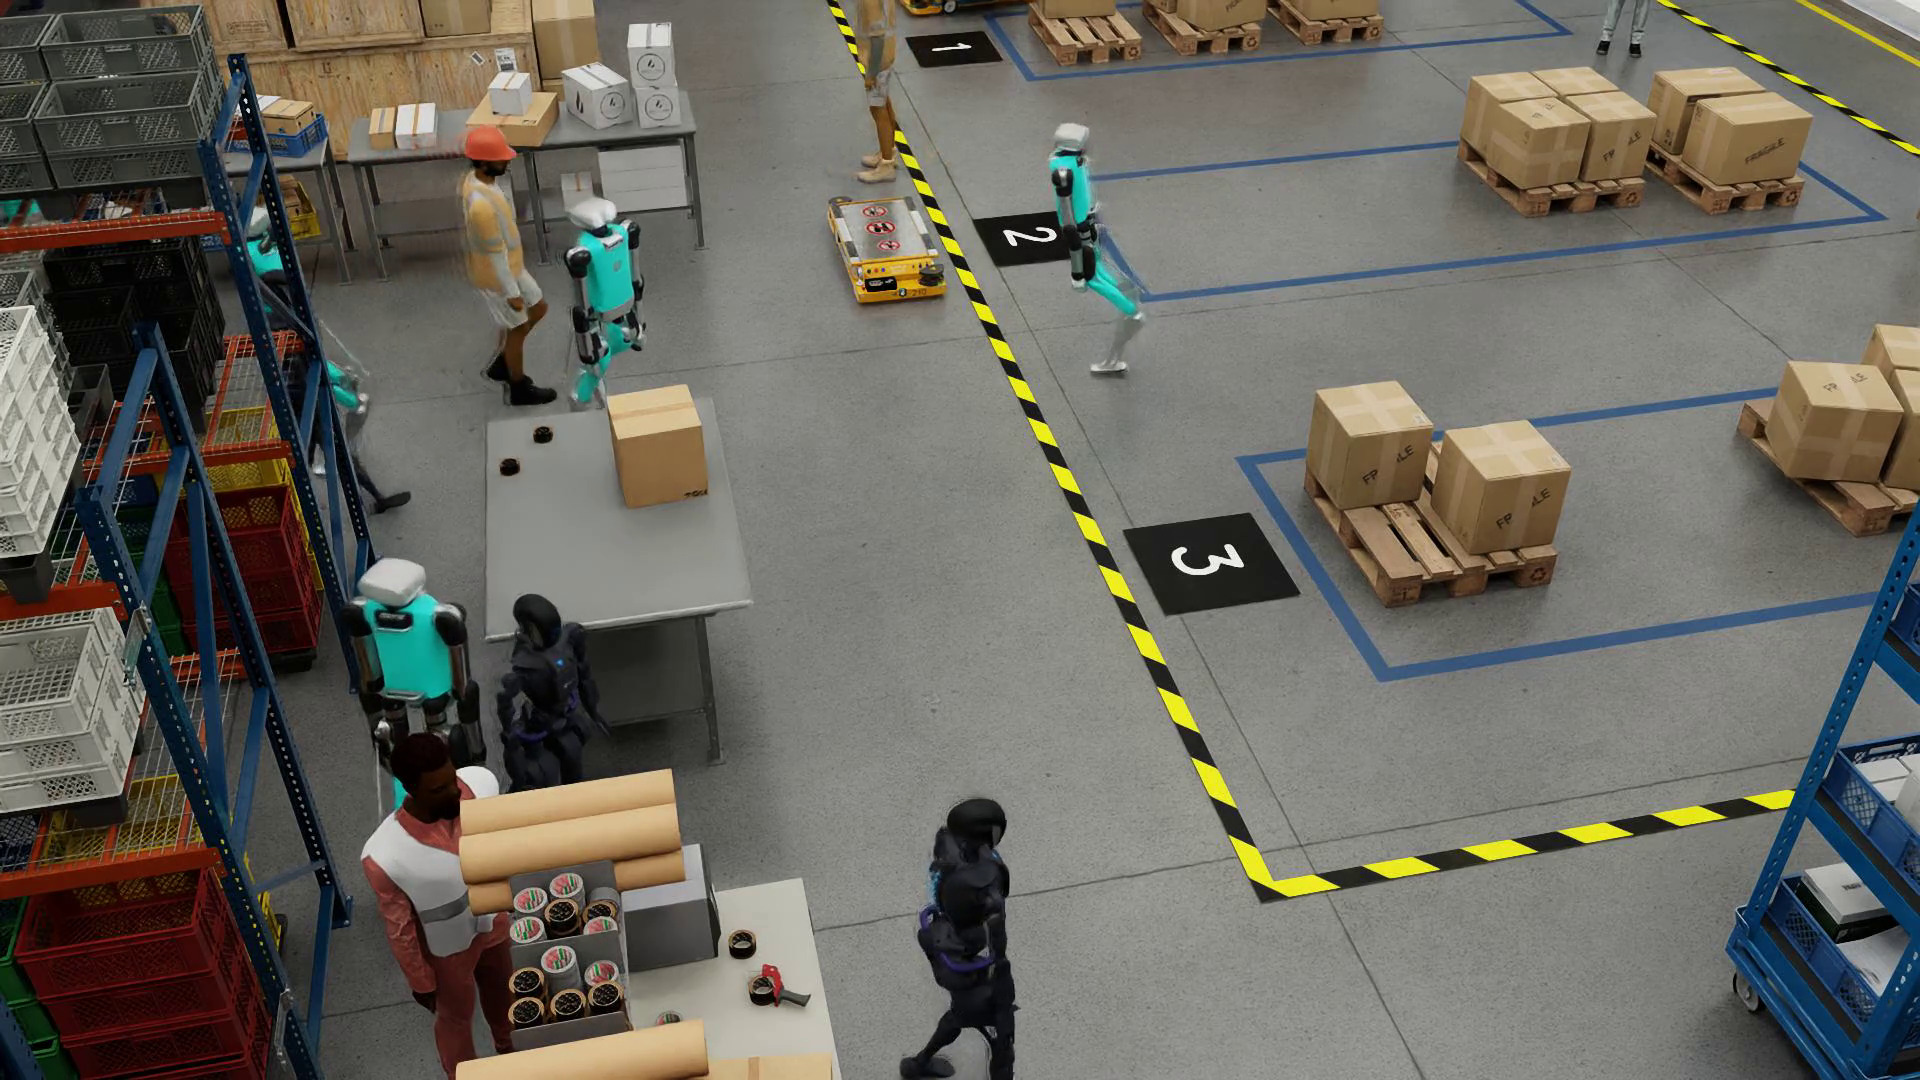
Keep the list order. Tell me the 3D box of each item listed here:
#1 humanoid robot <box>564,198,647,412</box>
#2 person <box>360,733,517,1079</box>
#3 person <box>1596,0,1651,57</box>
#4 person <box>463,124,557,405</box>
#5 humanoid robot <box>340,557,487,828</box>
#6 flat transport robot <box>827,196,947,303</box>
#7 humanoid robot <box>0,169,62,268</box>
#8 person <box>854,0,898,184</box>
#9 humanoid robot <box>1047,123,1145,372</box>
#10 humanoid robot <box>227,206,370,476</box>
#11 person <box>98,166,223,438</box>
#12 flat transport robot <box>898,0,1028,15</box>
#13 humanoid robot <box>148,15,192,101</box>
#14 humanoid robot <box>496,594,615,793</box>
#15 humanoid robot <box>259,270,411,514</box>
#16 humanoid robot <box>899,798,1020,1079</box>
[{"bbox_3d":[-2.227,-1.214,10.047,0.709,1.897,0.537,23,42,27],"label":"humanoid robot"},{"bbox_3d":[-1.862,1.450,6.221,0.392,1.922,0.591,19,41,23],"label":"person"},{"bbox_3d":[6.394,-5.454,15.577,0.586,1.829,0.404,10,38,13],"label":"person"},{"bbox_3d":[-2.832,-1.700,10.453,0.423,1.918,0.547,-7,37,-9],"label":"person"},{"bbox_3d":[-2.314,0.984,7.018,0.543,1.794,0.754,6,37,8],"label":"humanoid robot"},{"bbox_3d":[-0.570,-2.220,12.538,0.659,0.231,1.431,-8,37,-10],"label":"flat transport robot"},{"bbox_3d":[-6.369,-1.983,11.049,1.046,1.785,0.532,12,38,15],"label":"humanoid robot"},{"bbox_3d":[-0.700,-3.849,13.242,0.389,2.040,0.613,3,37,4],"label":"person"},{"bbox_3d":[0.952,-1.801,10.783,0.818,1.815,0.543,6,37,8],"label":"humanoid robot"},{"bbox_3d":[-3.797,-1.112,9.855,0.668,1.836,0.530,0,37,-1],"label":"humanoid robot"},{"bbox_3d":[-4.945,-1.472,10.223,0.503,1.839,0.337,24,43,29],"label":"person"},{"bbox_3d":[0.072,-5.713,17.208,1.431,0.197,0.652,-14,39,-18],"label":"flat transport robot"},{"bbox_3d":[-5.851,-3.161,12.625,0.462,1.643,0.589,-16,39,-20],"label":"humanoid robot"},{"bbox_3d":[-1.762,0.866,7.217,0.352,1.646,0.608,18,40,23],"label":"humanoid robot"},{"bbox_3d":[-3.696,-0.838,9.538,0.771,1.628,0.604,-12,38,-16],"label":"humanoid robot"},{"bbox_3d":[0.015,1.581,6.275,0.427,1.641,0.612,-16,40,-21],"label":"humanoid robot"}]
